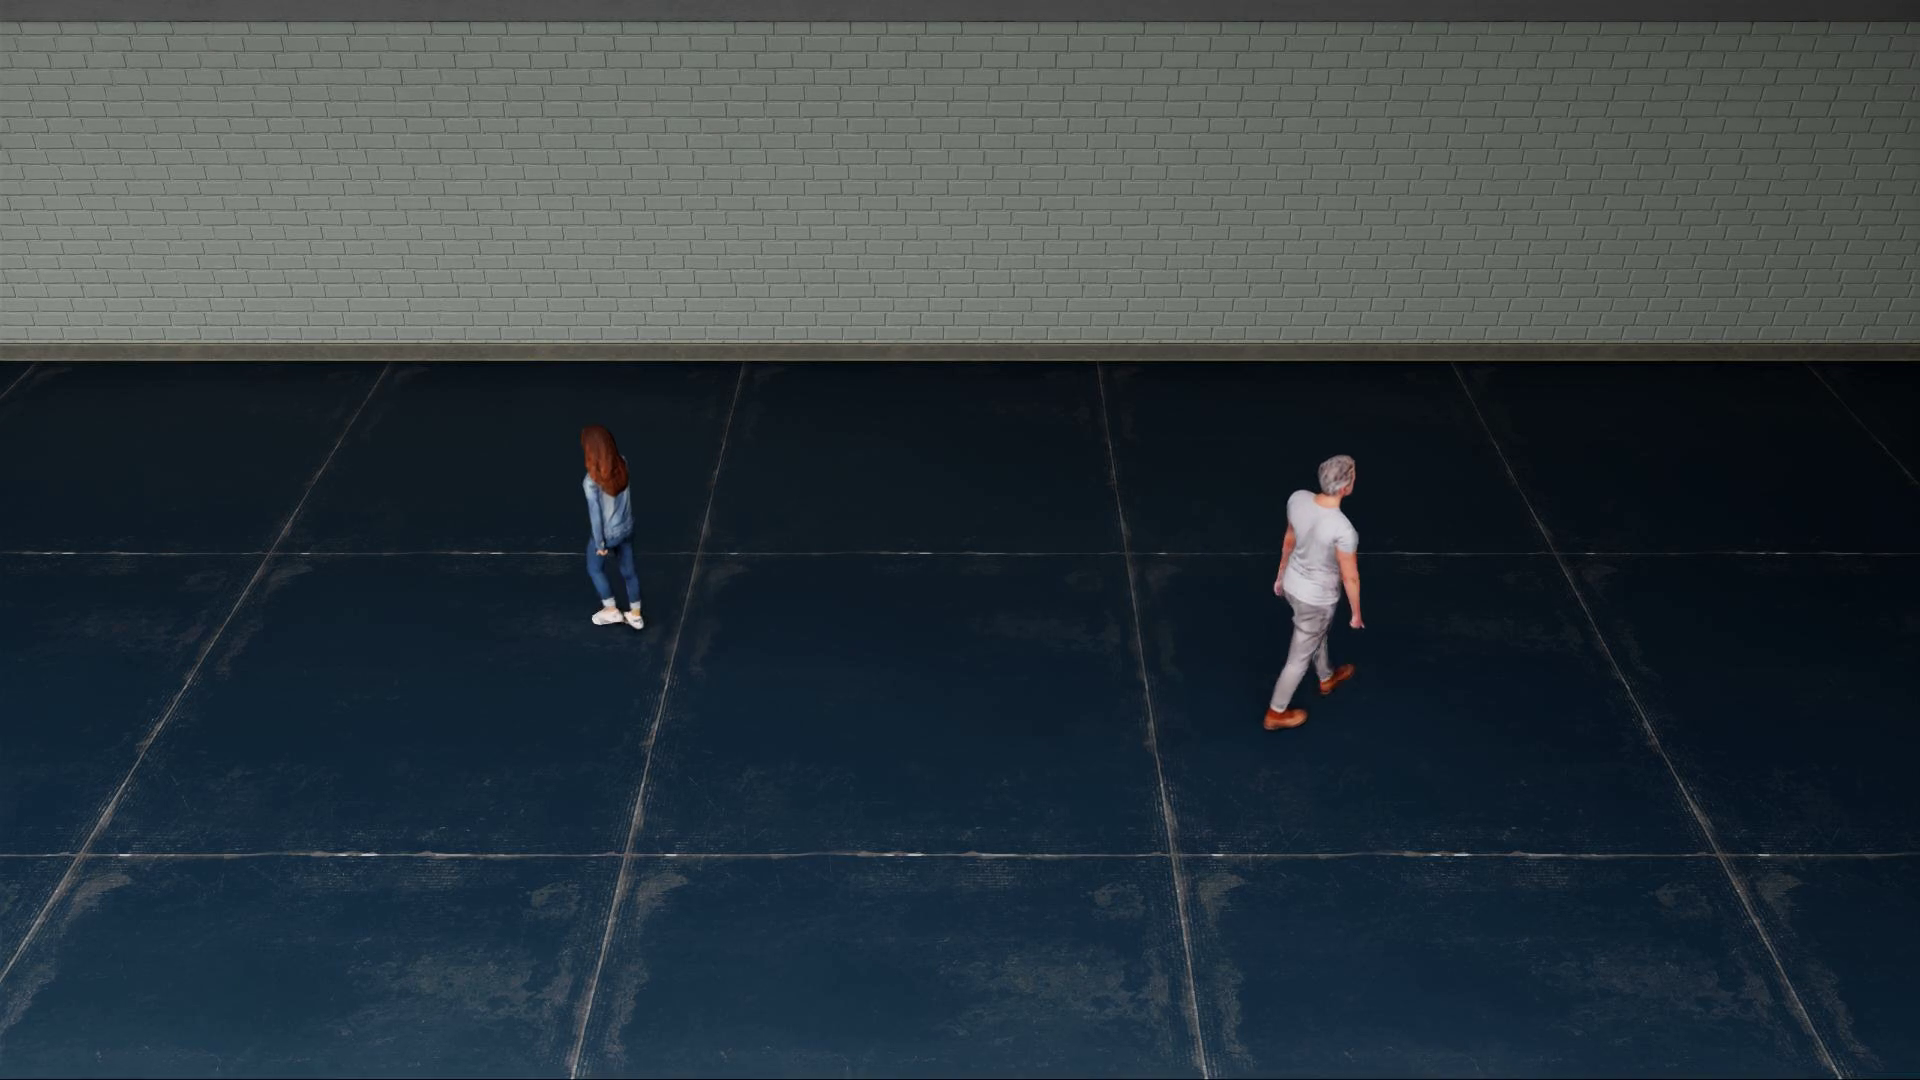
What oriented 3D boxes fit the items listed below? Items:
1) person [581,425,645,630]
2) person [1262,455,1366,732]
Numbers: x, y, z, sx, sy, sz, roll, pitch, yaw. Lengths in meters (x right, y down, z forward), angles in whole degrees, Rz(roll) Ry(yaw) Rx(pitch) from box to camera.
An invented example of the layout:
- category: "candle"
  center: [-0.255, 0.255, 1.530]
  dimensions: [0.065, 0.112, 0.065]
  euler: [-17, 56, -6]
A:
- category: "person"
  center: [-2.135, -0.047, 10.504]
  dimensions: [0.728, 1.466, 0.648]
  euler: [20, 38, 27]
- category: "person"
  center: [1.959, 0.345, 9.593]
  dimensions: [1.024, 1.801, 1.073]
  euler: [-15, 36, -21]
